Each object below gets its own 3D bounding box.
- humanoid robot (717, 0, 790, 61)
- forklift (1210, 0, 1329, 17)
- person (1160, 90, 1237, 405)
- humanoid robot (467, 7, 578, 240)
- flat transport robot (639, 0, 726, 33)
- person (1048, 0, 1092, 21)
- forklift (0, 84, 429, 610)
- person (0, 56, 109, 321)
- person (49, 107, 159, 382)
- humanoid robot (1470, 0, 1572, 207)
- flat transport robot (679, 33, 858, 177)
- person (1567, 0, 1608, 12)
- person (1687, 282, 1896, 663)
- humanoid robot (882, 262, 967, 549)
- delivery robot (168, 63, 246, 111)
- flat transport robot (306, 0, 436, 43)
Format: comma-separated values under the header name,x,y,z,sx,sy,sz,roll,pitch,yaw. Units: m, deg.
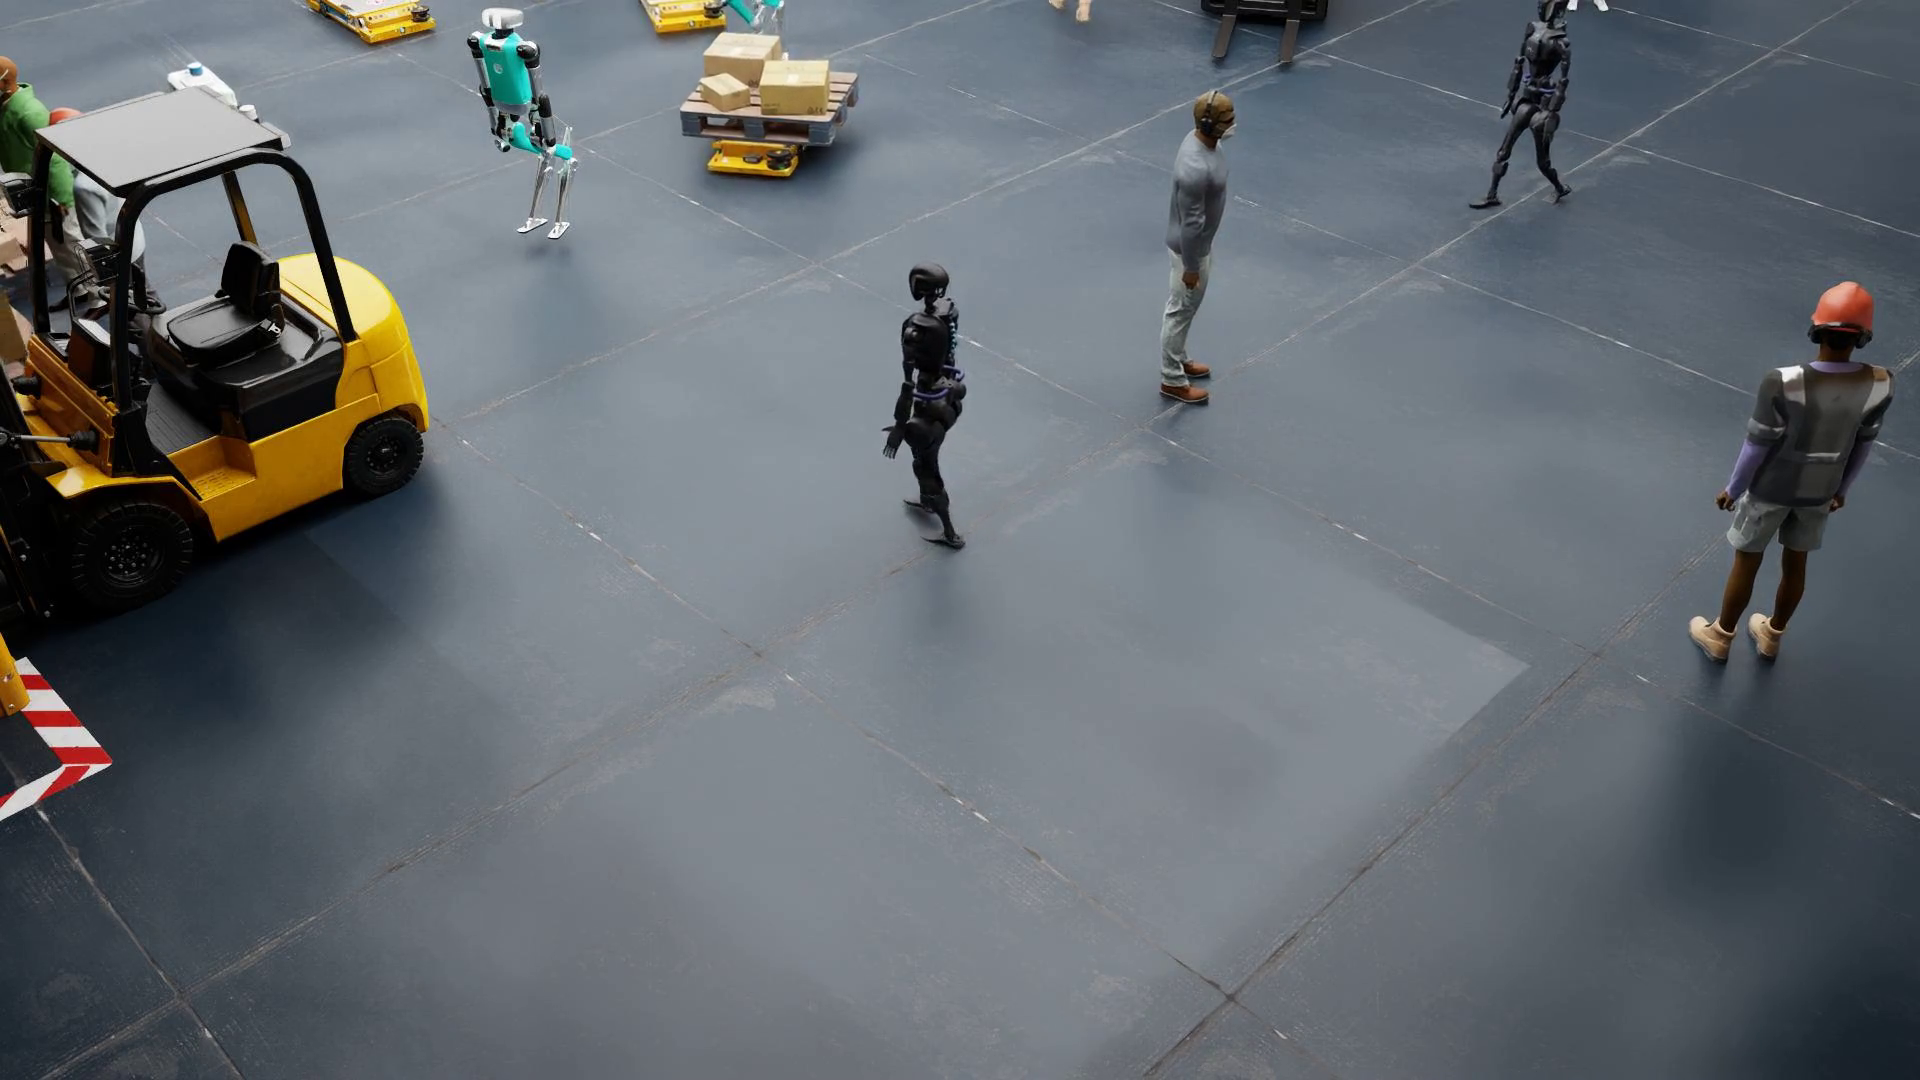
name,x,y,z,sx,sy,sz,roll,pitch,yaw
humanoid robot,-1.760,-4.761,14.165,0.577,1.755,0.985,28,45,32
forklift,3.106,-6.400,15.960,1.214,2.155,2.313,8,37,10
person,1.407,-1.759,9.958,0.374,1.939,0.627,8,37,10
humanoid robot,-2.947,-2.951,11.609,0.533,1.677,0.735,15,39,19
flat transport robot,-2.731,-5.227,15.994,0.659,0.231,1.431,-12,38,-15
person,1.076,-5.747,15.468,0.533,1.755,0.863,-6,37,-8
forklift,-4.145,-1.093,8.856,2.313,2.155,1.214,-31,47,-34
person,-5.930,-2.259,10.756,0.550,1.783,0.384,26,44,30
person,-5.187,-1.803,10.179,0.351,1.738,0.575,-4,37,-5
humanoid robot,4.243,-3.180,12.133,0.769,1.655,0.598,-12,38,-16
flat transport robot,-1.510,-3.319,13.439,0.659,0.231,1.431,6,37,8
person,6.080,-5.799,15.612,0.522,1.638,0.309,2,37,2
person,3.931,-0.279,7.897,0.604,2.036,0.389,0,37,0
humanoid robot,-0.191,-0.703,8.764,0.496,1.650,0.600,17,40,22
delivery robot,-6.140,-3.563,13.539,0.499,0.609,0.797,-25,43,-30
flat transport robot,-5.606,-5.049,15.756,0.659,0.231,1.431,-27,45,-31
